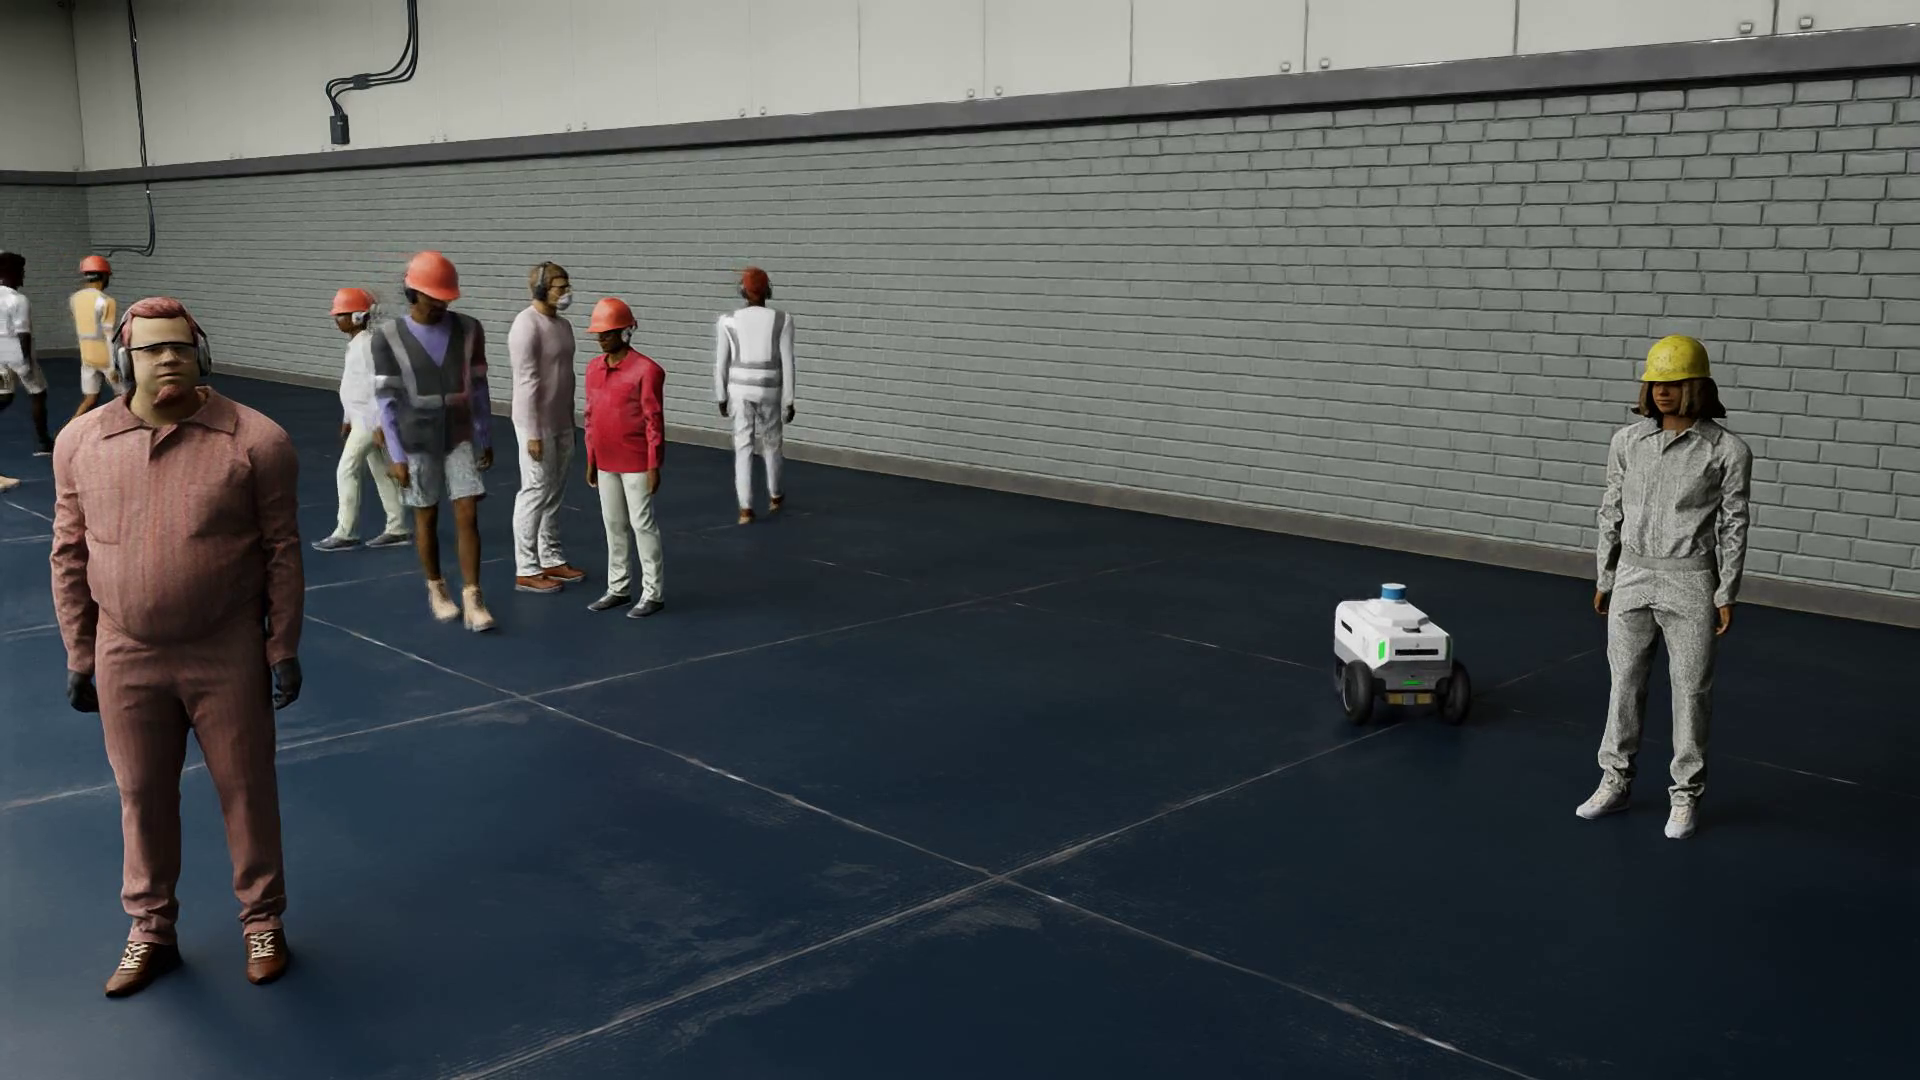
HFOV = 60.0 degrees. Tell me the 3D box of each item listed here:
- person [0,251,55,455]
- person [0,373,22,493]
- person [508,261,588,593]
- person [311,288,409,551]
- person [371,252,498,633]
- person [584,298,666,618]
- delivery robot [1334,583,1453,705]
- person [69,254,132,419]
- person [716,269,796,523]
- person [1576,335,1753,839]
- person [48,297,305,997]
[{"bbox_3d":[-8.844,-1.708,15.458,0.612,1.941,0.880,5,11,24],"label":"person"},{"bbox_3d":[-7.939,-1.401,13.477,0.378,2.044,0.608,-1,10,-8],"label":"person"},{"bbox_3d":[-2.423,-0.661,9.771,0.382,1.930,0.627,2,11,12],"label":"person"},{"bbox_3d":[-4.030,-0.786,10.964,0.732,1.723,0.597,-4,11,-22],"label":"person"},{"bbox_3d":[-2.697,-0.492,8.673,0.632,1.981,0.902,-7,12,-32],"label":"person"},{"bbox_3d":[-1.854,-0.446,9.092,0.571,1.743,0.351,7,13,35],"label":"person"},{"bbox_3d":[1.888,0.434,7.278,0.477,0.478,0.707,-1,10,-3],"label":"delivery robot"},{"bbox_3d":[-8.020,-1.690,15.458,0.554,1.932,0.747,4,11,20],"label":"person"},{"bbox_3d":[-1.505,-1.075,12.296,0.591,1.828,0.962,0,10,-3],"label":"person"},{"bbox_3d":[2.439,0.164,5.762,0.492,1.742,0.323,9,14,42],"label":"person"},{"bbox_3d":[-2.142,0.297,4.576,0.646,1.913,0.409,-2,11,-11],"label":"person"}]
